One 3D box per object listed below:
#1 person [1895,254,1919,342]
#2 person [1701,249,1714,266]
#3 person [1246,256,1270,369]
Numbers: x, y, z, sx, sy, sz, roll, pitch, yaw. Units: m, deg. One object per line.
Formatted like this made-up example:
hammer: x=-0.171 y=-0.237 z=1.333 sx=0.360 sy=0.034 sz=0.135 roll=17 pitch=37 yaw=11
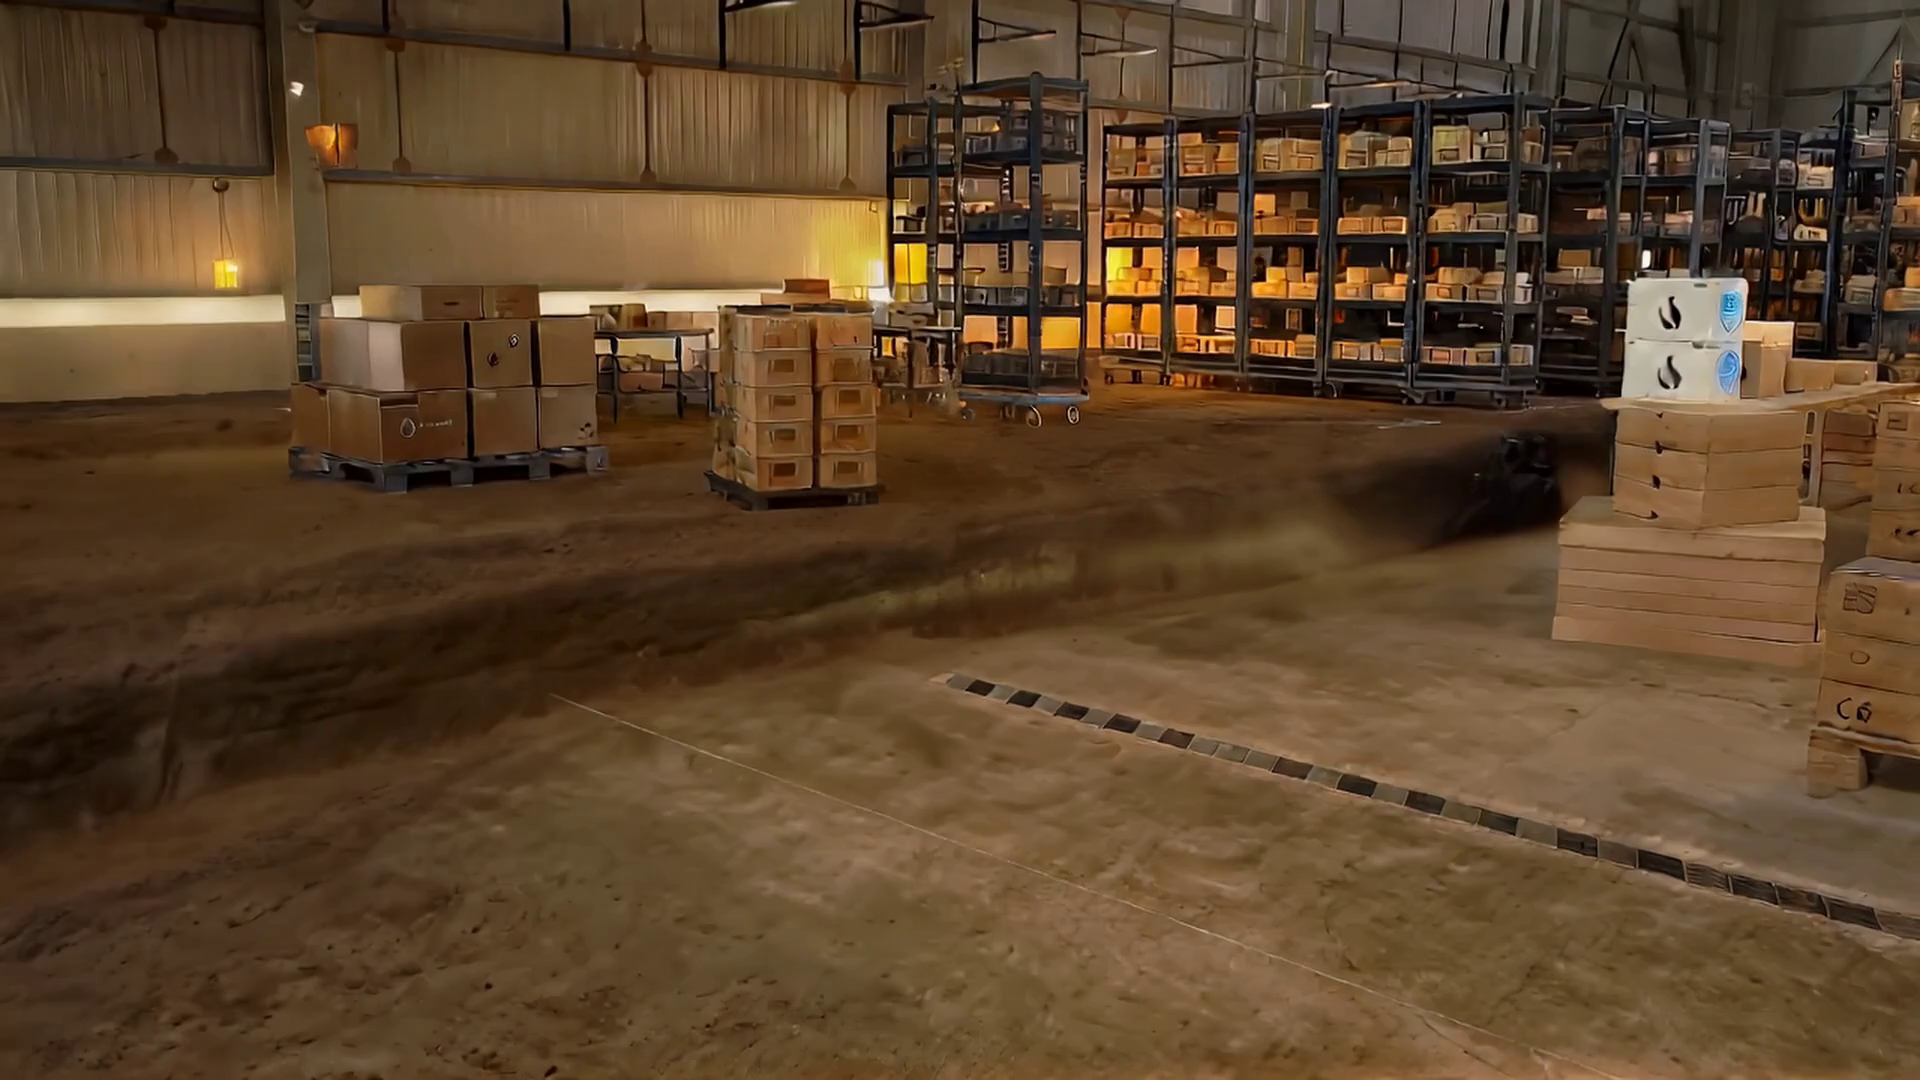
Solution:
person: x=13.692 y=-3.209 z=24.053 sx=0.404 sy=1.833 sz=0.588 roll=5 pitch=11 yaw=27
person: x=12.811 y=-4.046 z=28.633 sx=0.610 sy=1.985 sz=0.393 roll=6 pitch=11 yaw=33
person: x=4.737 y=-3.641 z=26.691 sx=0.589 sy=1.810 sz=0.868 roll=6 pitch=11 yaw=34
